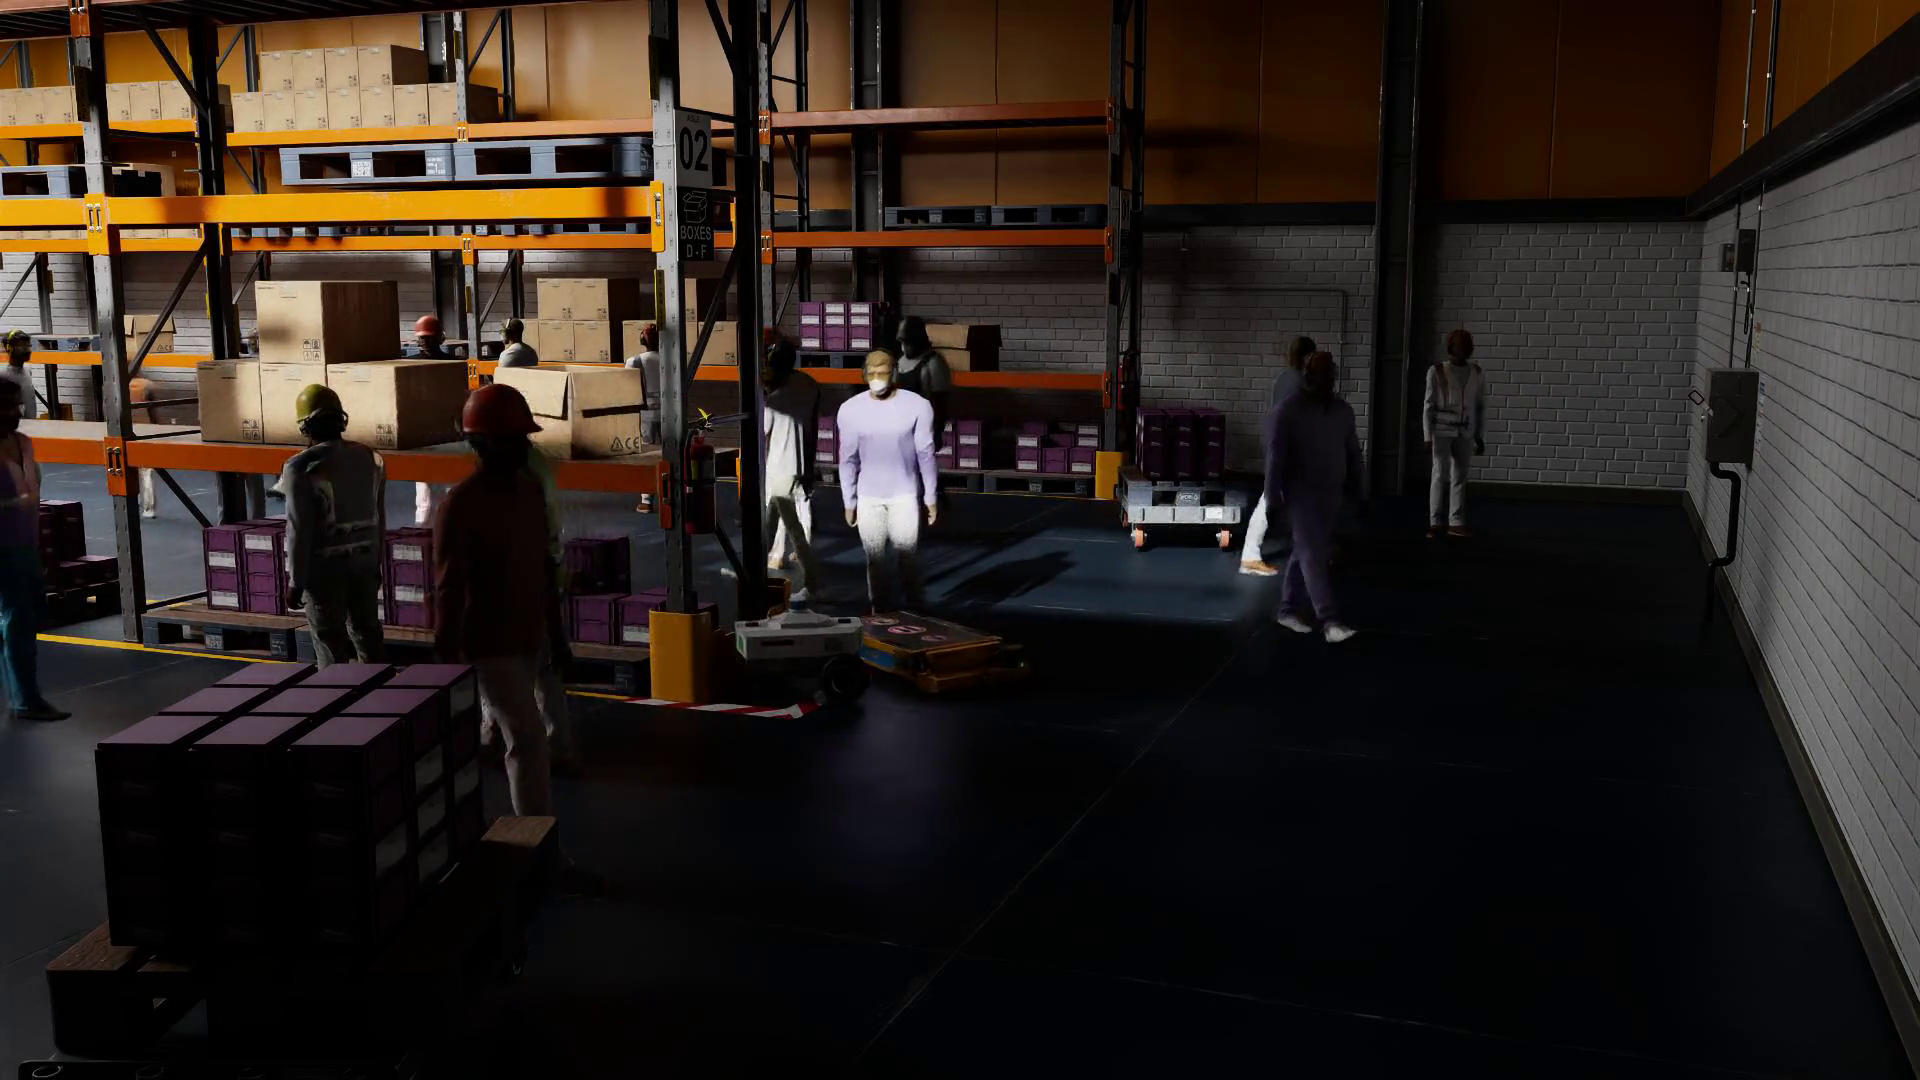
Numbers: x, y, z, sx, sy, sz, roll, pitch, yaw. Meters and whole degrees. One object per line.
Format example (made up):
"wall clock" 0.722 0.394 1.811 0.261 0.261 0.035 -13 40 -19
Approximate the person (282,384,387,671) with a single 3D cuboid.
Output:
"person" -3.113 0.138 8.274 0.404 1.822 0.592 5 10 29

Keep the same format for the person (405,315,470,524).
"person" -4.758 -1.033 15.089 0.612 1.994 0.395 0 9 -2

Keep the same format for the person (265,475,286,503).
"person" -6.781 -1.241 17.067 0.921 1.775 0.603 -2 9 -13

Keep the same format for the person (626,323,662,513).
"person" -3.026 -1.203 16.509 0.576 1.882 0.355 -4 10 -26

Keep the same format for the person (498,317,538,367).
"person" -4.484 -1.296 16.915 0.355 1.937 0.635 2 9 11

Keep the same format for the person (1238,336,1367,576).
"person" 2.662 -0.647 13.035 1.043 1.872 0.646 -1 9 -6

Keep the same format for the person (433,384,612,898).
"person" -1.811 0.379 6.342 0.924 1.969 0.605 2 9 13

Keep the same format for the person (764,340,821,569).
"person" -1.423 -0.688 13.399 0.635 1.842 0.429 -8 12 -43

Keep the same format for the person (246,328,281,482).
"person" -7.314 -1.367 17.812 0.453 1.811 0.609 3 10 18

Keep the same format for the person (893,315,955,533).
"person" -0.406 -1.007 14.780 0.593 2.000 0.699 -9 13 -44

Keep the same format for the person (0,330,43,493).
"person" -8.381 -0.943 14.959 0.412 1.864 0.568 0 9 -1

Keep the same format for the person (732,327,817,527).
"person" -1.711 -1.018 15.288 0.954 1.906 0.538 8 12 41

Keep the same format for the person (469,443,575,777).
"person" -2.167 0.226 7.730 0.739 1.815 0.632 -1 9 -5

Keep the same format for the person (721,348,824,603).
"person" -1.381 -0.462 12.030 0.946 1.821 0.556 4 10 24

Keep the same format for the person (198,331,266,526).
"person" -6.383 -0.942 14.664 0.615 1.945 0.404 -2 9 -11

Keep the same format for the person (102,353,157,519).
"person" -8.060 -1.012 16.168 0.653 1.602 0.524 9 13 44

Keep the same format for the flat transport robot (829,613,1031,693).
"flat transport robot" -0.262 0.642 9.966 0.652 0.197 1.431 -6 11 -34

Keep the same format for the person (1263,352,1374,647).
"person" 2.335 -0.262 10.646 0.666 1.858 0.961 -5 10 -29

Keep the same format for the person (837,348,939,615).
"person" -0.453 -0.269 10.577 0.646 1.906 0.525 1 9 9

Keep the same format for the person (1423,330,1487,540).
"person" 4.414 -0.927 14.843 0.632 1.874 0.446 -2 9 -11

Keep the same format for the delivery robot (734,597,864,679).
"delivery robot" -0.903 0.564 9.275 0.707 0.478 0.477 -2 9 -11

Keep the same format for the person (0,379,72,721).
"person" -5.081 0.058 8.770 0.626 1.824 0.579 0 9 -2
